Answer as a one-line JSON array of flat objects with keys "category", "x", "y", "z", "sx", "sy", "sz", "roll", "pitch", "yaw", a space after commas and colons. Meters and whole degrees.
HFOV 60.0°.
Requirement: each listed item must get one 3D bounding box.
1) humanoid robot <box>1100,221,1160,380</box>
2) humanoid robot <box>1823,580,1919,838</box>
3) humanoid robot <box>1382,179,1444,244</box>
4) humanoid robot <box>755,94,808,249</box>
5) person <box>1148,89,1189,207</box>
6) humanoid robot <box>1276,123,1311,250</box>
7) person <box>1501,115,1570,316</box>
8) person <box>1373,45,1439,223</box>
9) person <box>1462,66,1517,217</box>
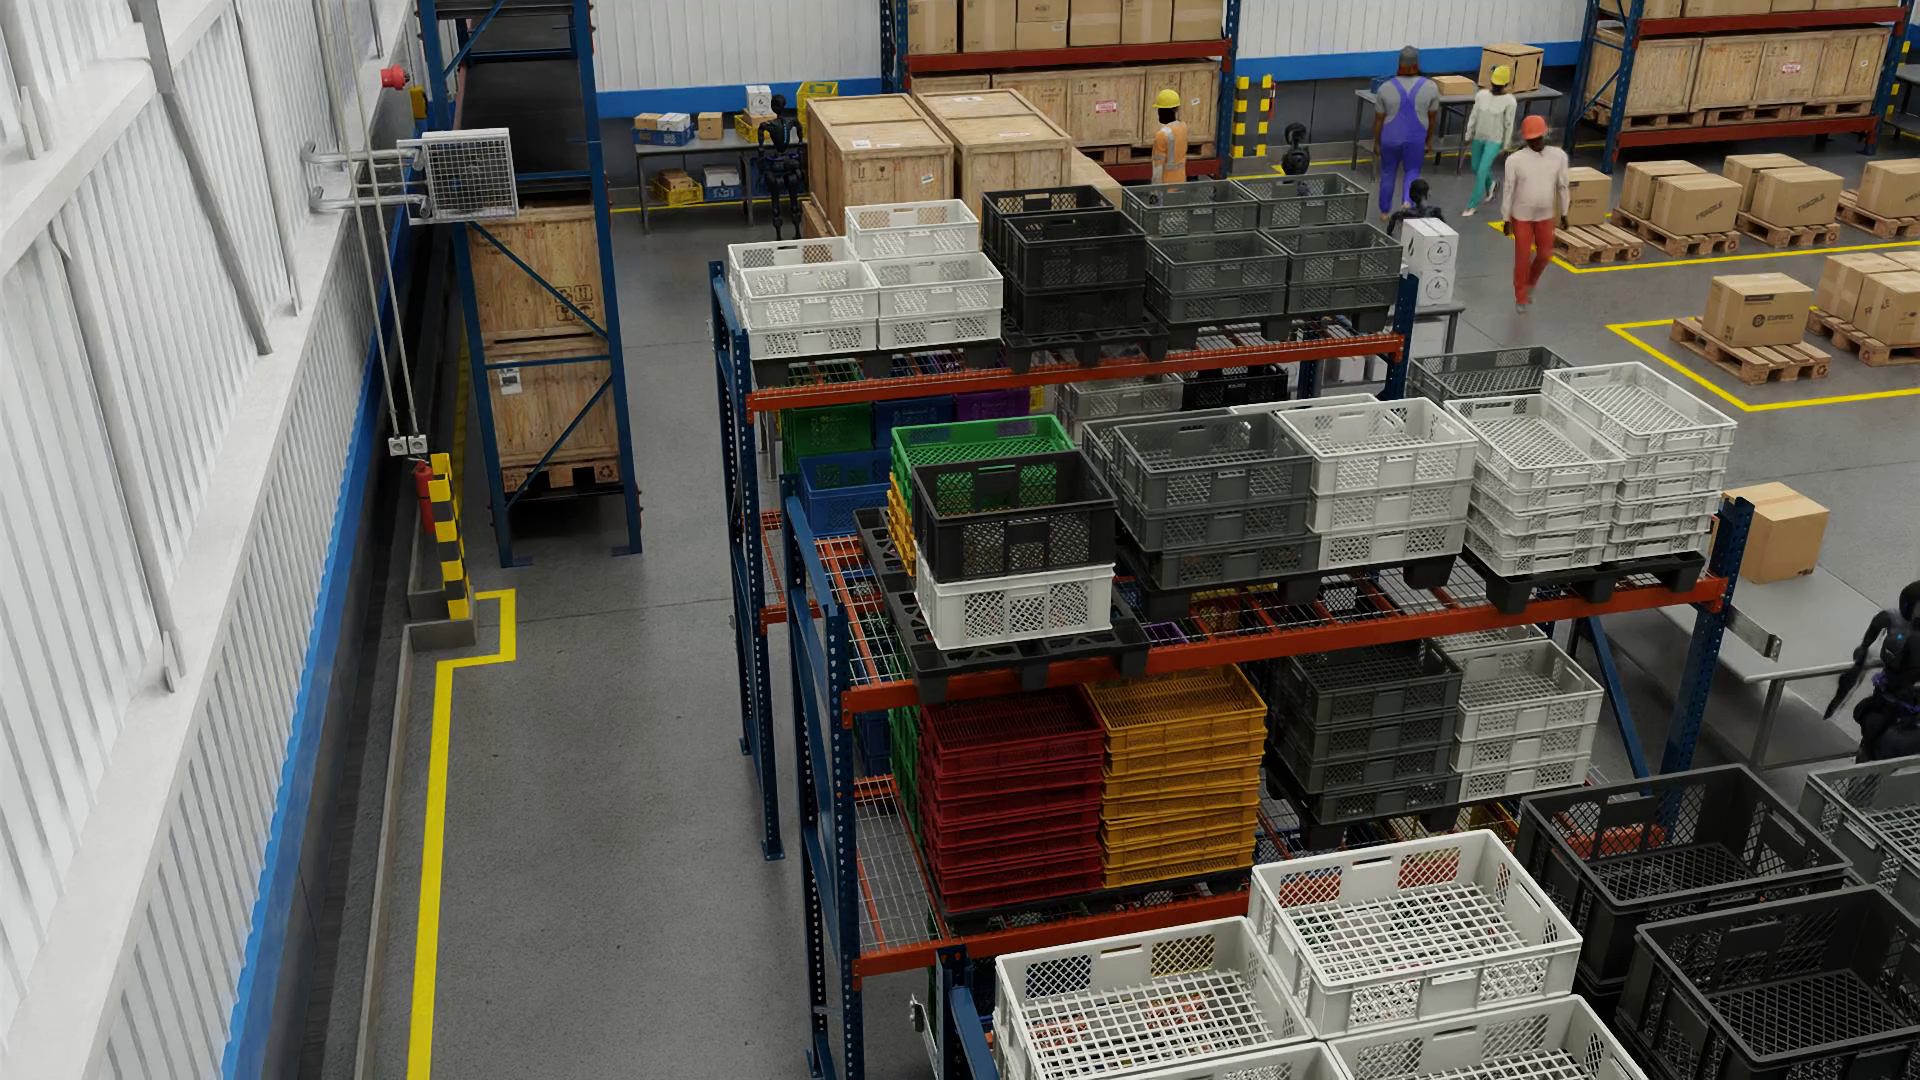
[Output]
[{"category": "humanoid robot", "x": 1.499, "y": -2.055, "z": 14.493, "sx": 0.815, "sy": 1.618, "sz": 0.549, "roll": -22, "pitch": 35, "yaw": -36}, {"category": "humanoid robot", "x": 4.990, "y": 0.917, "z": 8.849, "sx": 0.752, "sy": 1.637, "sz": 0.607, "roll": -7, "pitch": 29, "yaw": -13}, {"category": "humanoid robot", "x": 4.121, "y": -2.517, "z": 15.318, "sx": 0.655, "sy": 1.649, "sz": 0.418, "roll": -7, "pitch": 29, "yaw": -12}, {"category": "humanoid robot", "x": -1.949, "y": -4.041, "z": 18.187, "sx": 0.609, "sy": 1.657, "sz": 0.314, "roll": -16, "pitch": 32, "yaw": -28}, {"category": "person", "x": 2.147, "y": -3.724, "z": 17.351, "sx": 0.399, "sy": 1.919, "sz": 0.579, "roll": 17, "pitch": 32, "yaw": 29}, {"category": "humanoid robot", "x": 3.415, "y": -3.457, "z": 17.091, "sx": 0.320, "sy": 1.651, "sz": 0.582, "roll": 1, "pitch": 28, "yaw": 1}, {"category": "person", "x": 5.622, "y": -3.193, "z": 16.324, "sx": 0.696, "sy": 1.960, "sz": 0.518, "roll": -1, "pitch": 28, "yaw": -1}, {"category": "person", "x": 5.005, "y": -4.571, "z": 18.820, "sx": 0.691, "sy": 2.000, "sz": 0.677, "roll": 6, "pitch": 28, "yaw": 12}, {"category": "person", "x": 6.167, "y": -4.658, "z": 19.315, "sx": 0.687, "sy": 1.727, "sz": 0.550, "roll": -22, "pitch": 35, "yaw": -36}]
